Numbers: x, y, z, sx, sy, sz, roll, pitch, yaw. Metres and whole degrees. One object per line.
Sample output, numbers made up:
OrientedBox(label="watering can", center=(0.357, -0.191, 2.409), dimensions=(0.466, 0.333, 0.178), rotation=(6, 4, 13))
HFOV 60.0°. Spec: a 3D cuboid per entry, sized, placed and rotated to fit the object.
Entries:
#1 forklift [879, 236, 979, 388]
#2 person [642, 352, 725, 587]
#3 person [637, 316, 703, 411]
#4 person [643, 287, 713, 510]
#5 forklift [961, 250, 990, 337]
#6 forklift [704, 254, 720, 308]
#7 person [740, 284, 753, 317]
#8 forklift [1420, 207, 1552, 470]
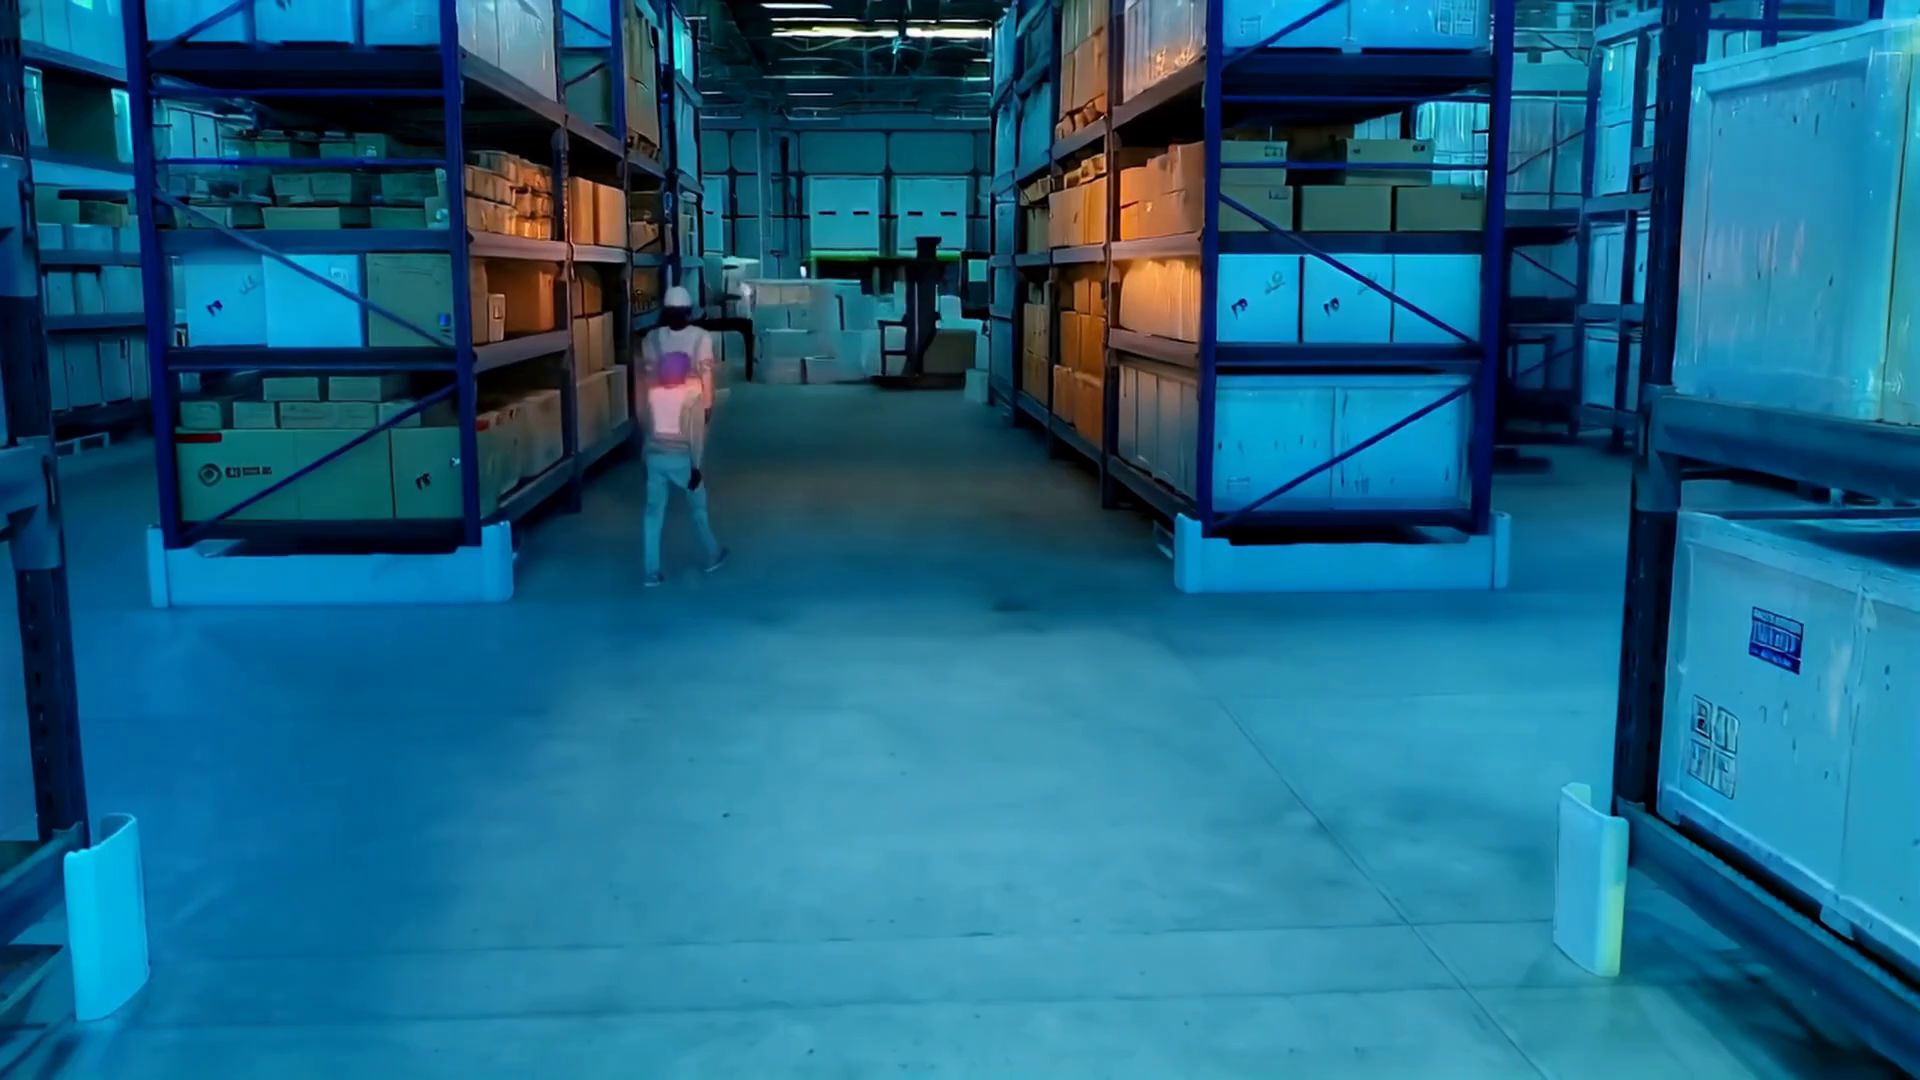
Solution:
OrientedBox(label="forklift", center=(-0.599, -4.264, 31.103), dimensions=(1.873, 2.768, 1.129), rotation=(-1, 9, -4))
OrientedBox(label="person", center=(-1.958, -0.501, 11.533), dimensions=(0.513, 1.583, 0.896), rotation=(3, 9, 17))
OrientedBox(label="person", center=(-2.868, -1.391, 16.467), dimensions=(0.638, 1.794, 0.957), rotation=(-2, 9, -10))
OrientedBox(label="person", center=(-2.512, -1.232, 14.787), dimensions=(0.609, 2.000, 1.017), rotation=(0, 9, -2))
OrientedBox(label="forklift", center=(0.518, -6.911, 47.725), dimensions=(1.129, 2.768, 1.873), rotation=(2, 9, 10))
OrientedBox(label="forklift", center=(-8.474, -8.136, 55.415), dimensions=(1.129, 2.768, 1.873), rotation=(6, 11, 33))
OrientedBox(label="person", center=(-5.471, -5.673, 43.077), dimensions=(0.852, 1.890, 0.603), rotation=(-1, 9, -5))
OrientedBox(label="forklift", center=(5.373, -2.188, 18.070), dimensions=(1.873, 2.768, 1.129), rotation=(0, 9, -1))
